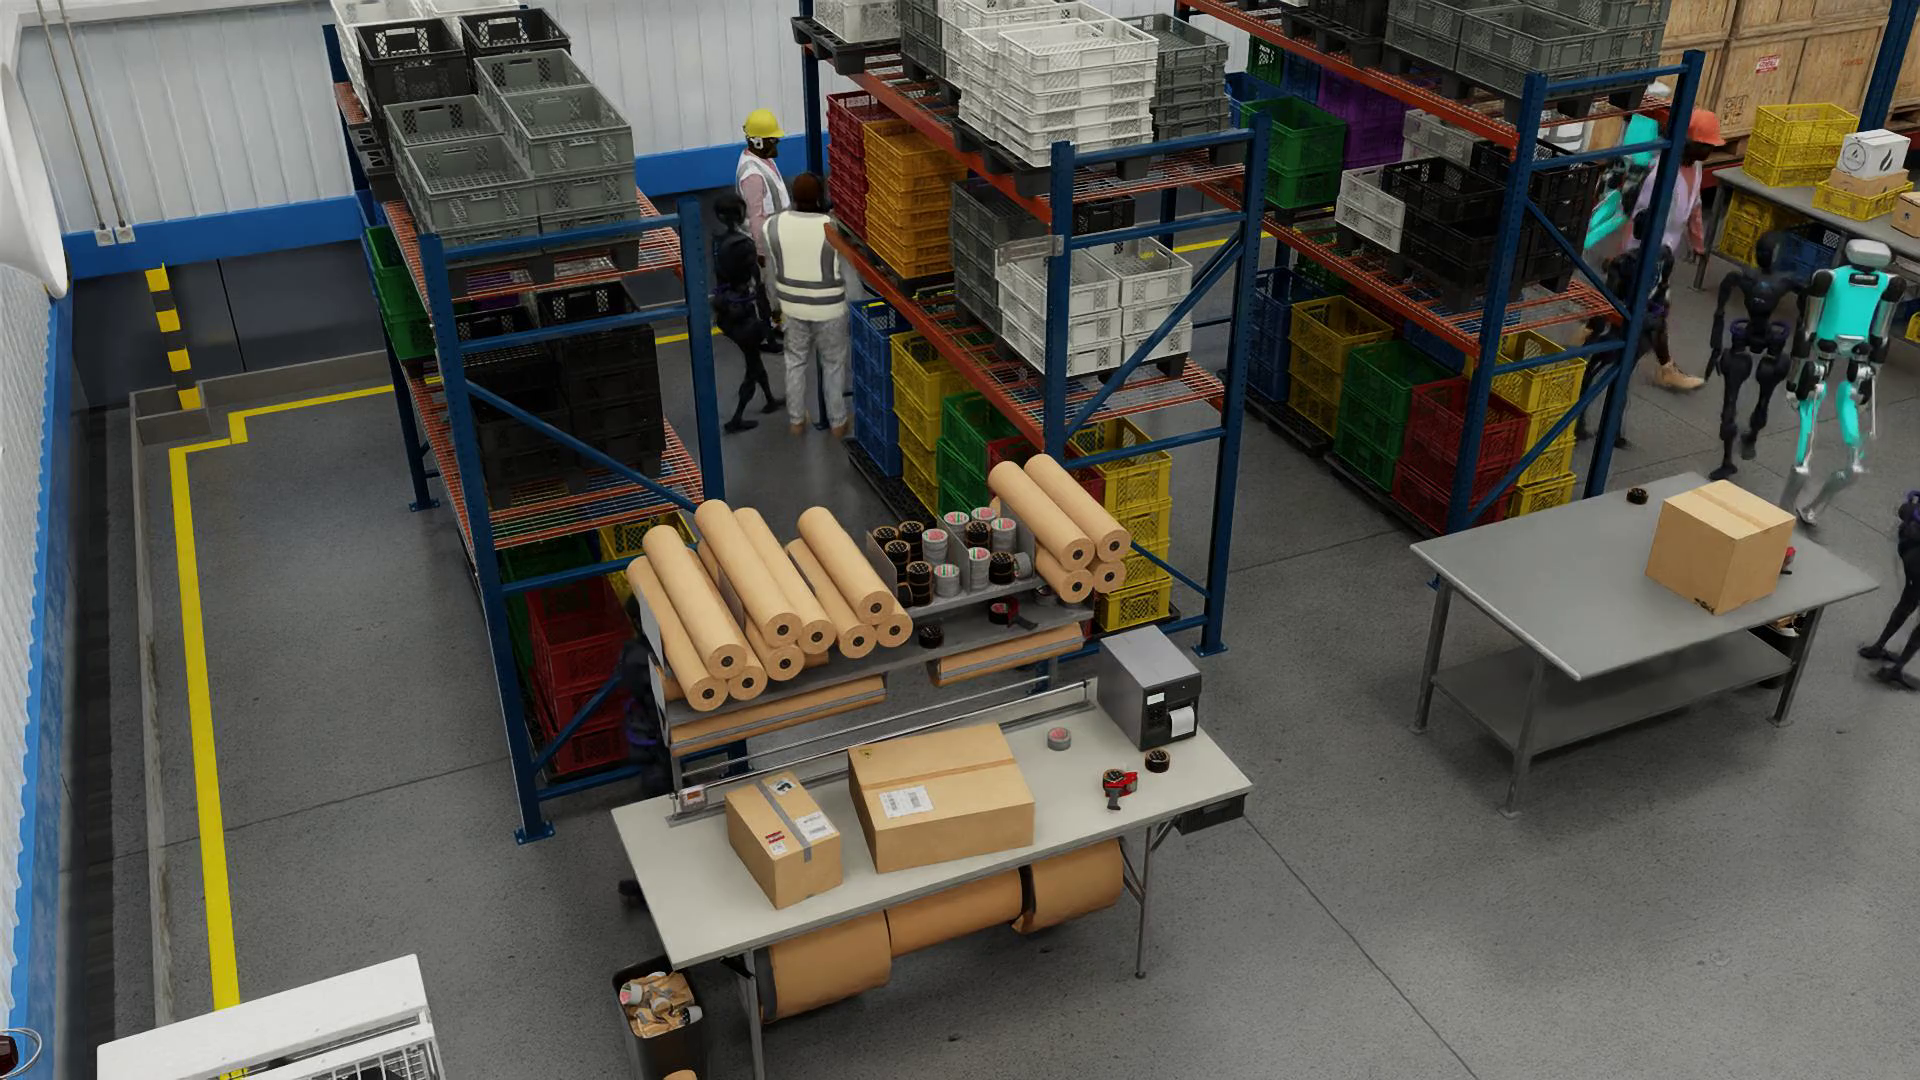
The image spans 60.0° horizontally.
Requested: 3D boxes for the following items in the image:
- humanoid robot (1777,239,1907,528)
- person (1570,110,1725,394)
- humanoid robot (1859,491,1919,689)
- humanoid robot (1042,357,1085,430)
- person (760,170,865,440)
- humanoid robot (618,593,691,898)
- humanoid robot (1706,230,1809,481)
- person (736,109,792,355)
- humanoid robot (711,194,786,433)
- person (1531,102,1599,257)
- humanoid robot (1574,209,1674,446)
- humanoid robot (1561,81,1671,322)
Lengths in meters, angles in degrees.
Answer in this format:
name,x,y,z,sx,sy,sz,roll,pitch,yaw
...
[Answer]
name,x,y,z,sx,sy,sz,roll,pitch,yaw
humanoid robot,5.269,-0.800,9.956,0.549,1.852,0.818,3,32,5
person,4.921,-2.064,11.700,1.063,1.980,0.633,25,39,34
humanoid robot,5.070,-0.018,8.662,0.335,1.646,0.610,10,33,15
humanoid robot,0.751,-1.554,11.112,0.548,1.758,0.987,-14,34,-22
person,-0.959,-1.534,10.968,0.653,1.837,0.430,7,32,11
humanoid robot,-1.315,0.881,7.213,0.490,1.630,0.595,-6,32,-10
humanoid robot,5.092,-1.197,10.613,0.633,1.640,0.644,18,36,26
person,-1.418,-2.242,12.134,0.405,1.824,0.584,-1,32,-2
humanoid robot,-1.404,-1.534,11.146,0.656,1.632,0.590,-24,39,-34
person,4.749,-3.017,13.328,0.572,1.887,0.356,-10,33,-15
humanoid robot,4.352,-1.389,10.877,0.609,1.644,0.367,-14,34,-21
humanoid robot,4.917,-2.591,12.779,0.872,1.774,0.597,-8,33,-13
